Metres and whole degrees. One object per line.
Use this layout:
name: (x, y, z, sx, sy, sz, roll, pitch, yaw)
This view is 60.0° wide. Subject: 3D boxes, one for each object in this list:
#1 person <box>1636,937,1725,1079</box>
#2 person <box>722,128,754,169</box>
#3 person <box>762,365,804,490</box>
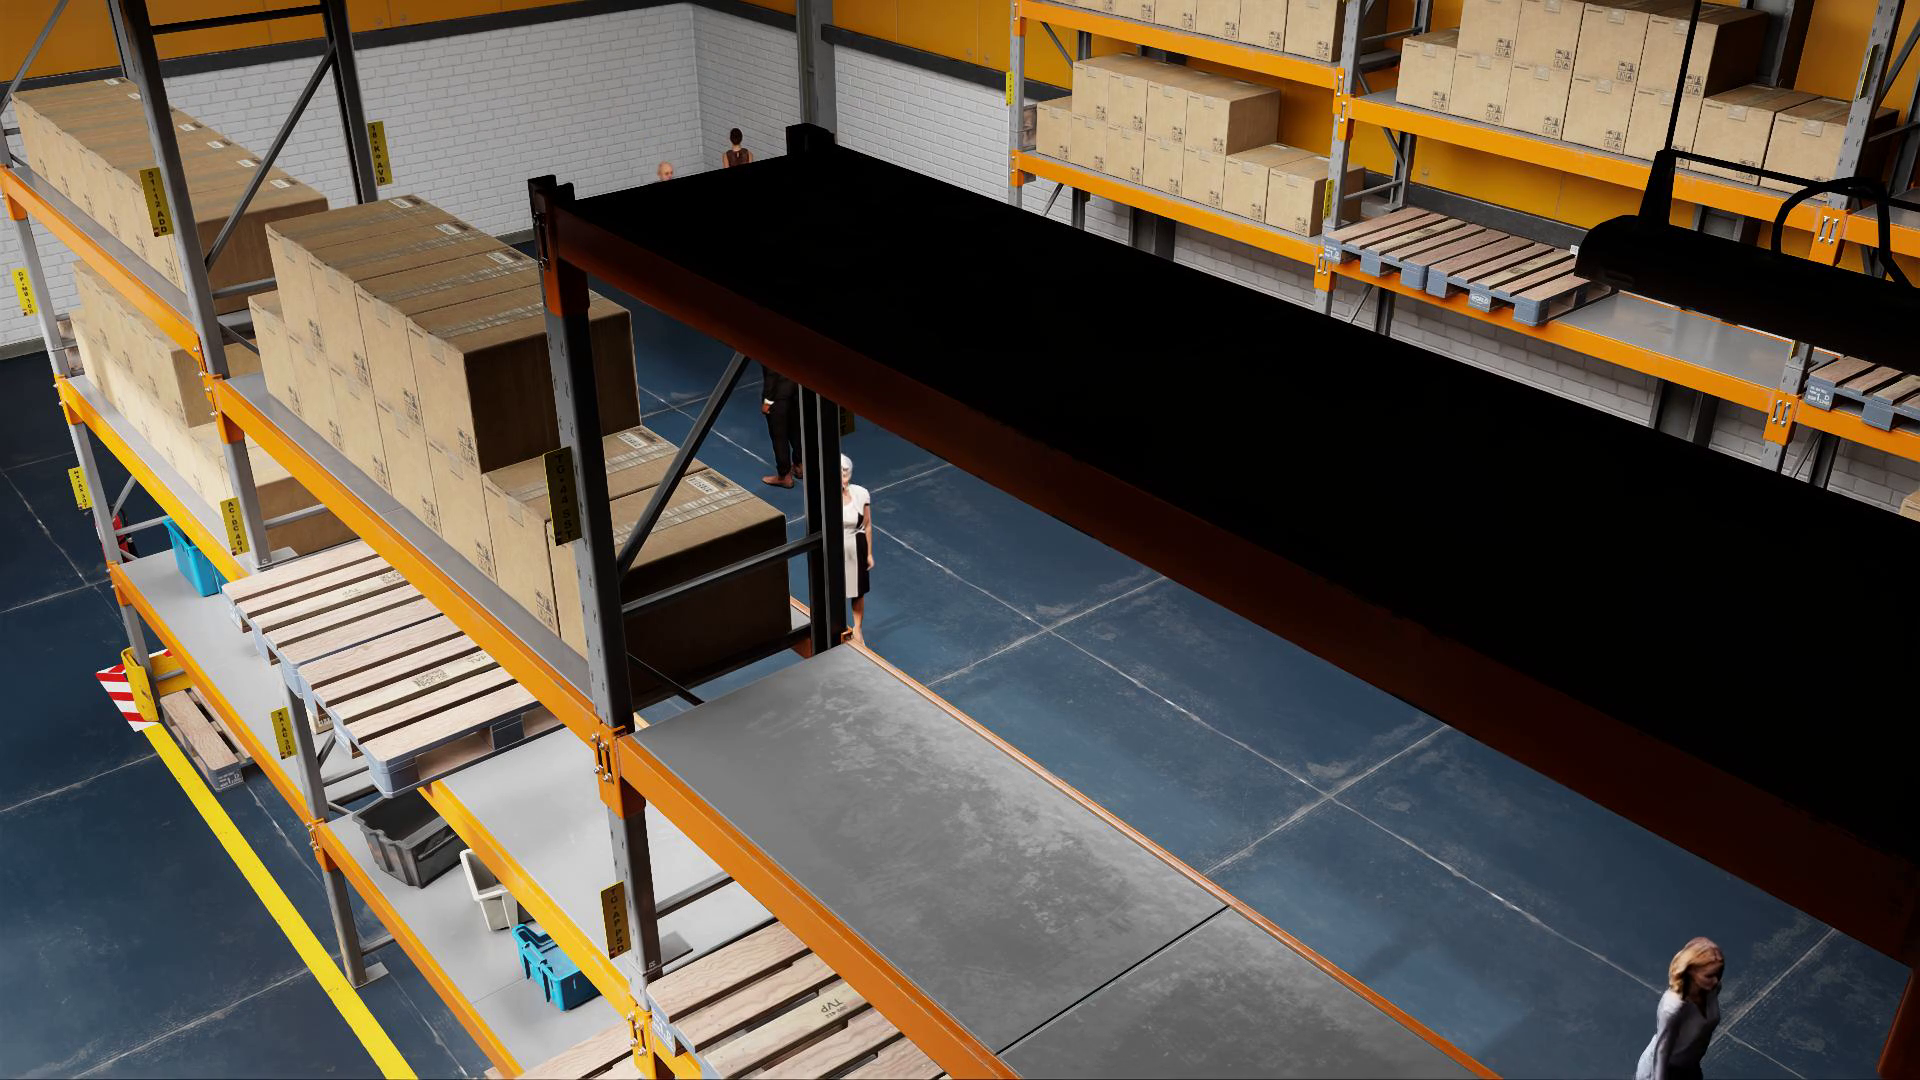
person: (3.610, 2.702, 8.613, 0.673, 1.787, 0.657, -15, 32, -26)
person: (-2.950, -4.697, 22.296, 0.667, 1.673, 0.690, -7, 29, -13)
person: (-1.710, -1.436, 16.076, 0.725, 1.905, 0.759, 17, 33, 28)
